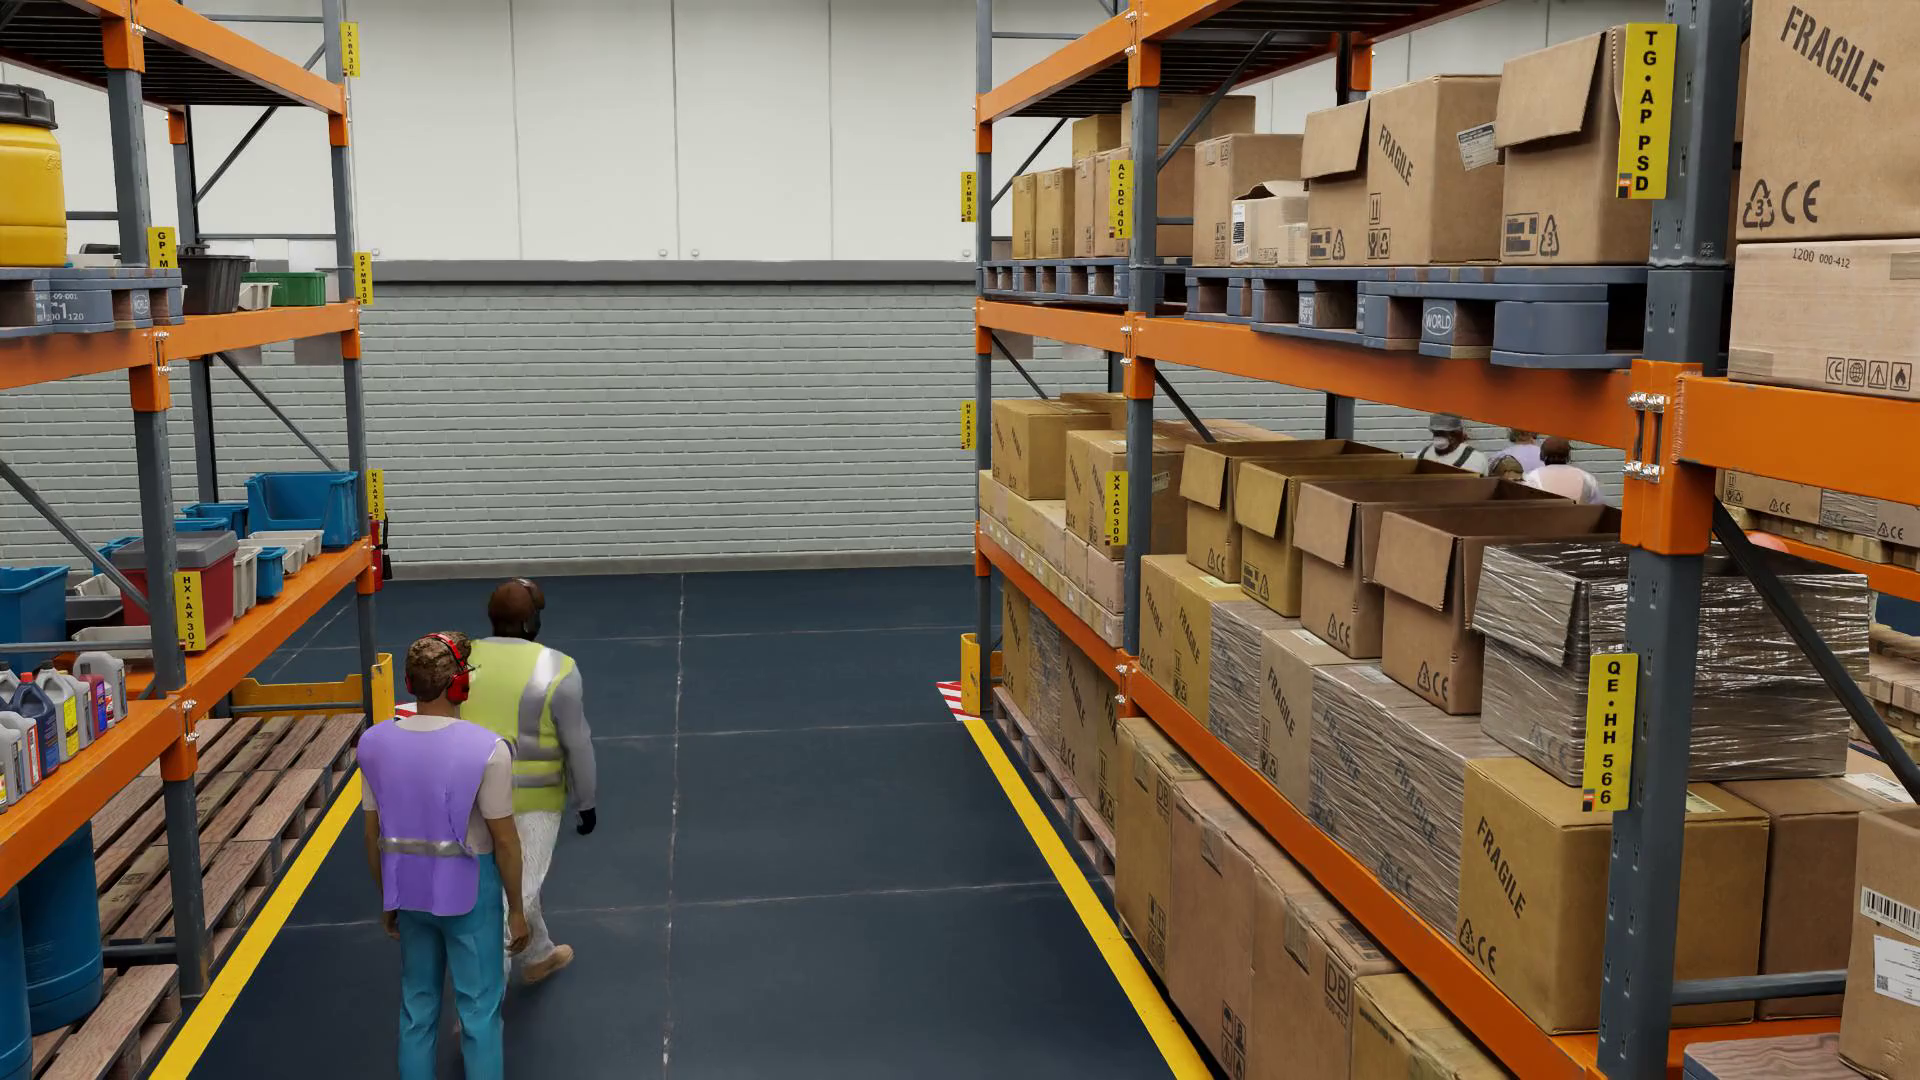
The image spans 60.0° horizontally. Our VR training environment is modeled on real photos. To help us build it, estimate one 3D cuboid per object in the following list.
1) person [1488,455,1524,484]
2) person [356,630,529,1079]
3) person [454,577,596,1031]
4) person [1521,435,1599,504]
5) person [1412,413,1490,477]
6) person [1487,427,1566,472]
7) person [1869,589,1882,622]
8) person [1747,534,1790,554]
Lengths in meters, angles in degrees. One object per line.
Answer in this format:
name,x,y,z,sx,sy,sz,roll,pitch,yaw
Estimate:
person,3.352,0.393,10.581,0.647,1.887,1.040,-3,10,-17
person,-1.724,1.219,5.575,0.565,1.846,0.390,2,9,14
person,-1.829,1.059,6.740,0.634,1.800,0.946,3,10,16
person,4.440,0.108,12.525,0.624,1.822,0.472,0,9,-2
person,3.708,-0.061,12.875,0.548,2.000,0.688,-7,12,-37
person,4.473,-0.048,13.208,0.667,1.909,0.700,4,10,25
person,6.144,0.270,11.403,0.510,1.860,0.333,-5,10,-26
person,3.381,0.933,7.094,0.543,1.927,0.375,-2,9,-13
